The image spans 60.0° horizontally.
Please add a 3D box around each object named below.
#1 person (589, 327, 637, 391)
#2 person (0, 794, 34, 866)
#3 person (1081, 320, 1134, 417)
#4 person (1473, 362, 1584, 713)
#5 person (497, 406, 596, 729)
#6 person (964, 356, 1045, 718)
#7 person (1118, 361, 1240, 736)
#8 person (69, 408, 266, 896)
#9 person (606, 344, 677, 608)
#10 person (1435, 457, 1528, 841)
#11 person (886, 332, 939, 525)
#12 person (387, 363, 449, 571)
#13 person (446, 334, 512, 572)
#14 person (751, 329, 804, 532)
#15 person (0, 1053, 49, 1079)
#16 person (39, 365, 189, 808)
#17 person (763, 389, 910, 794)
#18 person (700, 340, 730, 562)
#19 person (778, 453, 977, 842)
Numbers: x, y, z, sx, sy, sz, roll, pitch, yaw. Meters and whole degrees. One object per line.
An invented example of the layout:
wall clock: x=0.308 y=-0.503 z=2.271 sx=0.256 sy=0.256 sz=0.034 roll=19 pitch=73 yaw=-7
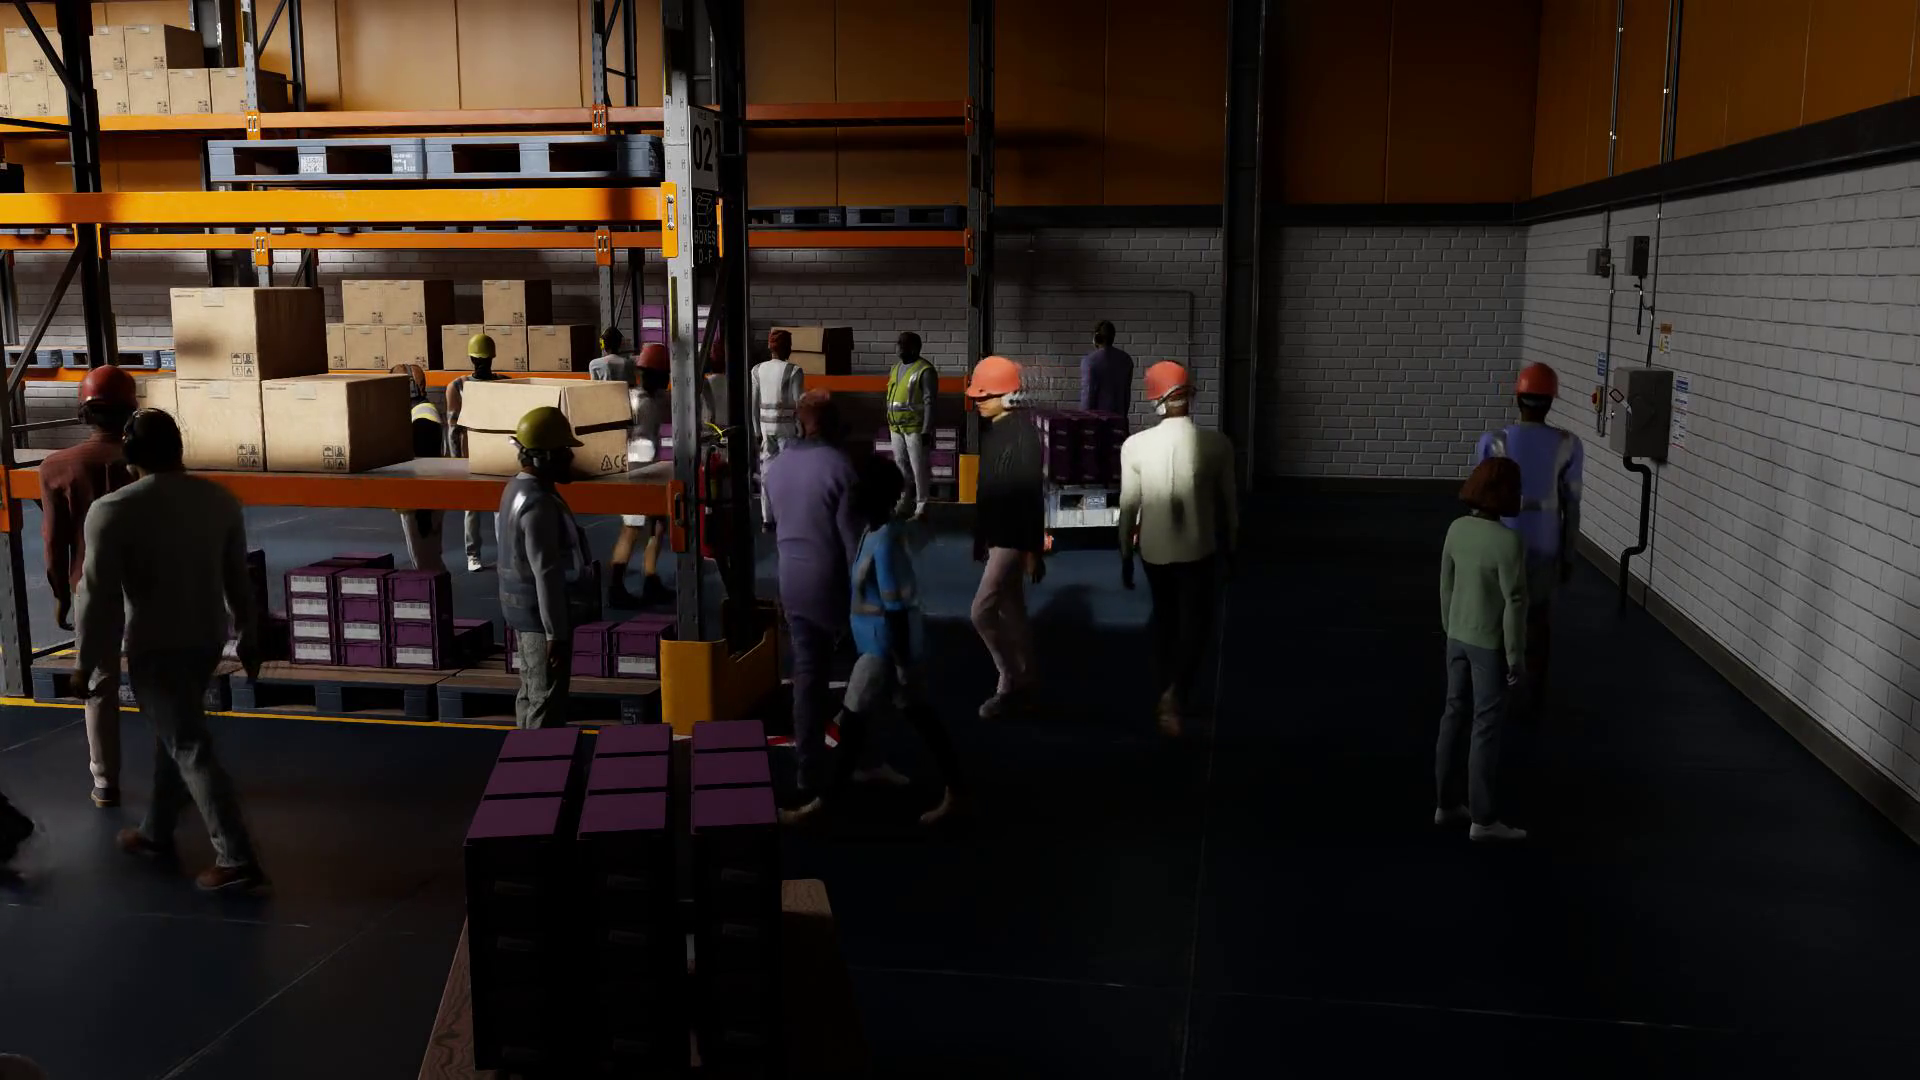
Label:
person: x=-3.504 y=-1.220 z=16.830 sx=0.502 sy=1.861 sz=0.328 roll=-5 pitch=10 yaw=-28
person: x=-4.205 y=0.413 z=6.575 sx=0.911 sy=1.908 sz=0.551 roll=1 pitch=9 yaw=9
person: x=1.415 y=-1.184 z=16.345 sx=0.631 sy=1.940 sz=0.372 roll=-7 pitch=12 yaw=-37
person: x=3.047 y=0.009 z=8.998 sx=0.569 sy=1.939 sz=0.466 roll=2 pitch=9 yaw=13
person: x=-1.799 y=0.331 z=7.277 sx=0.404 sy=1.830 sz=0.600 roll=-4 pitch=10 yaw=-24
person: x=0.235 y=0.000 z=8.902 sx=0.539 sy=1.963 sz=0.747 roll=-3 pitch=10 yaw=-17
person: x=1.142 y=0.038 z=8.740 sx=0.629 sy=1.948 sz=0.880 roll=3 pitch=10 yaw=20
person: x=-3.076 y=0.428 z=6.542 sx=0.977 sy=1.890 sz=0.652 roll=4 pitch=10 yaw=25
person: x=-2.254 y=-0.445 z=11.913 sx=0.665 sy=1.893 sz=0.570 roll=-3 pitch=10 yaw=-16
person: x=2.238 y=0.458 z=7.105 sx=0.286 sy=1.631 sz=0.502 roll=-3 pitch=10 yaw=-19
person: x=-0.489 y=-1.066 z=15.918 sx=0.429 sy=1.844 sz=0.631 roll=-8 pitch=12 yaw=-40
person: x=-3.470 y=-0.210 z=10.640 sx=0.428 sy=1.836 sz=0.626 roll=-4 pitch=10 yaw=-22
person: x=-3.815 y=-0.697 z=13.409 sx=0.581 sy=1.919 sz=0.395 roll=-6 pitch=11 yaw=-32
person: x=-1.652 y=-0.993 z=15.340 sx=0.584 sy=1.879 sz=0.339 roll=5 pitch=10 yaw=28
person: x=-1.327 y=1.259 z=2.177 sx=0.348 sy=1.619 sz=0.500 roll=2 pitch=9 yaw=14
person: x=-3.774 y=0.212 z=7.514 sx=0.613 sy=1.994 sz=0.382 roll=-4 pitch=10 yaw=-22
person: x=-0.579 y=0.242 z=7.743 sx=0.672 sy=1.869 sz=0.594 roll=8 pitch=12 yaw=42
person: x=-1.946 y=-0.703 z=13.601 sx=0.589 sy=1.865 sz=0.696 roll=-8 pitch=12 yaw=-42
person: x=-0.337 y=0.454 z=7.064 sx=0.908 sy=1.644 sz=0.536 roll=0 pitch=9 yaw=-2
